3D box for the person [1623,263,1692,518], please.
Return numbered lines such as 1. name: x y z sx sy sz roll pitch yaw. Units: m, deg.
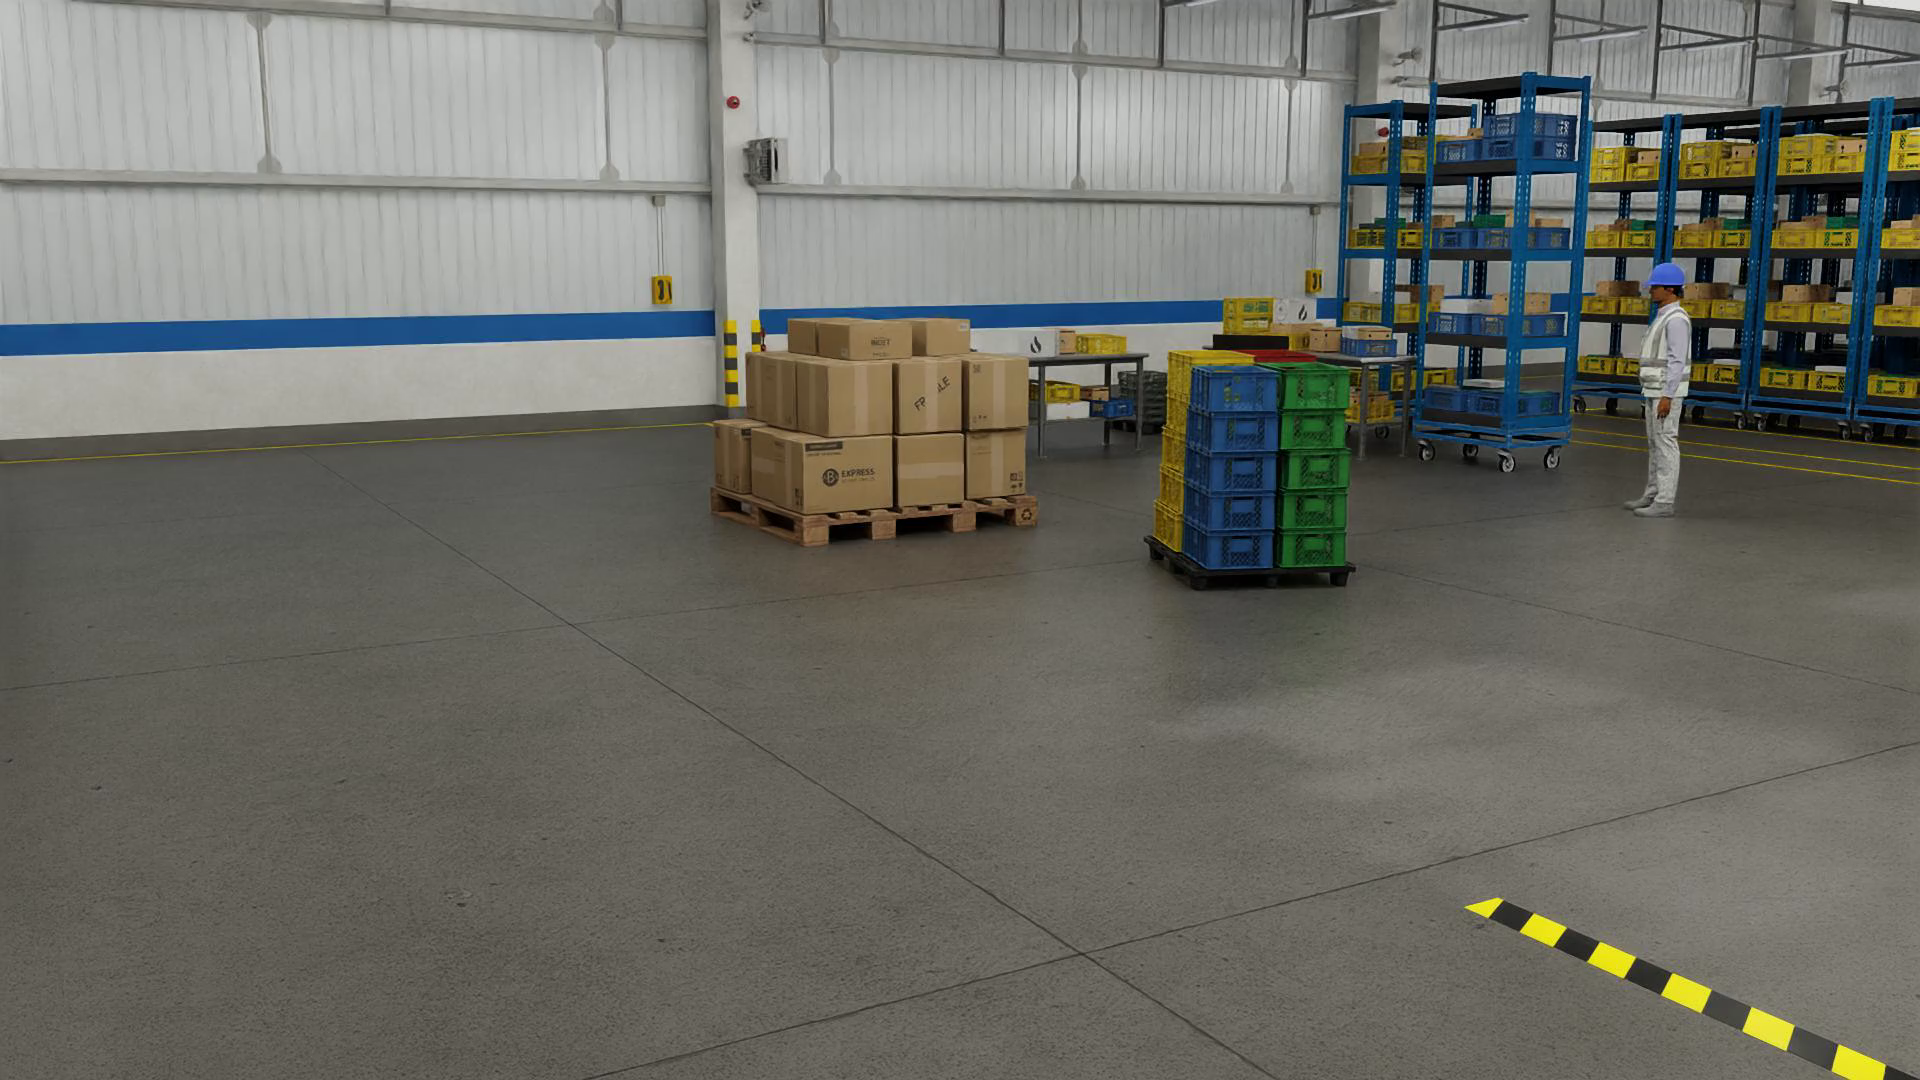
1. person: 5.399 -1.144 12.788 0.386 1.948 0.601 2 10 11
